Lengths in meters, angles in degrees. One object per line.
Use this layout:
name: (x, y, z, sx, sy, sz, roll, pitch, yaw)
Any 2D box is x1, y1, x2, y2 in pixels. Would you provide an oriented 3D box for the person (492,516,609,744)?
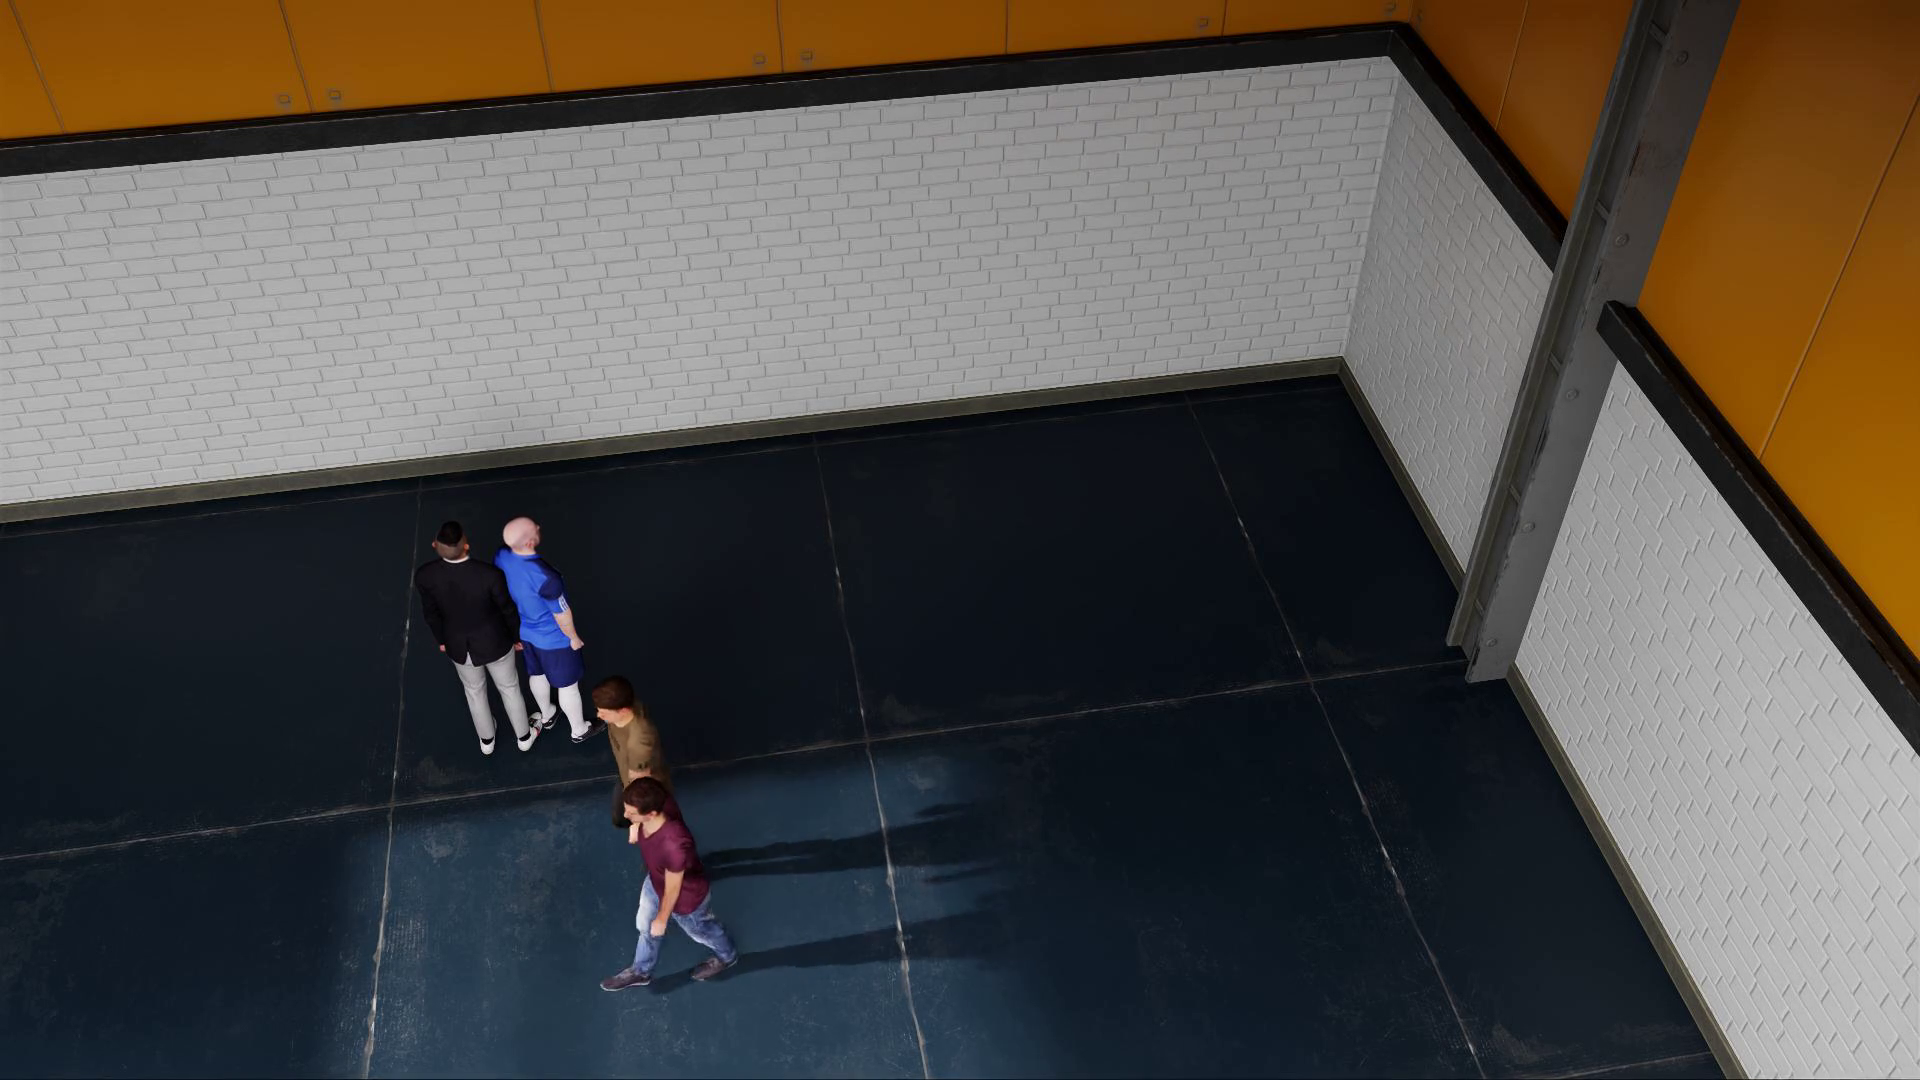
person: (-2.554, 0.548, 10.239, 0.754, 1.842, 0.805, 24, 49, 23)

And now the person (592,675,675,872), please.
person: (-1.690, 1.359, 9.394, 0.846, 1.834, 0.711, -23, 48, -22)

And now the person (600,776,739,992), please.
person: (-1.432, 1.817, 8.924, 0.959, 1.818, 1.037, -23, 48, -23)

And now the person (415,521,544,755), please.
person: (-2.937, 0.583, 10.124, 0.735, 1.950, 0.618, -2, 44, -2)
